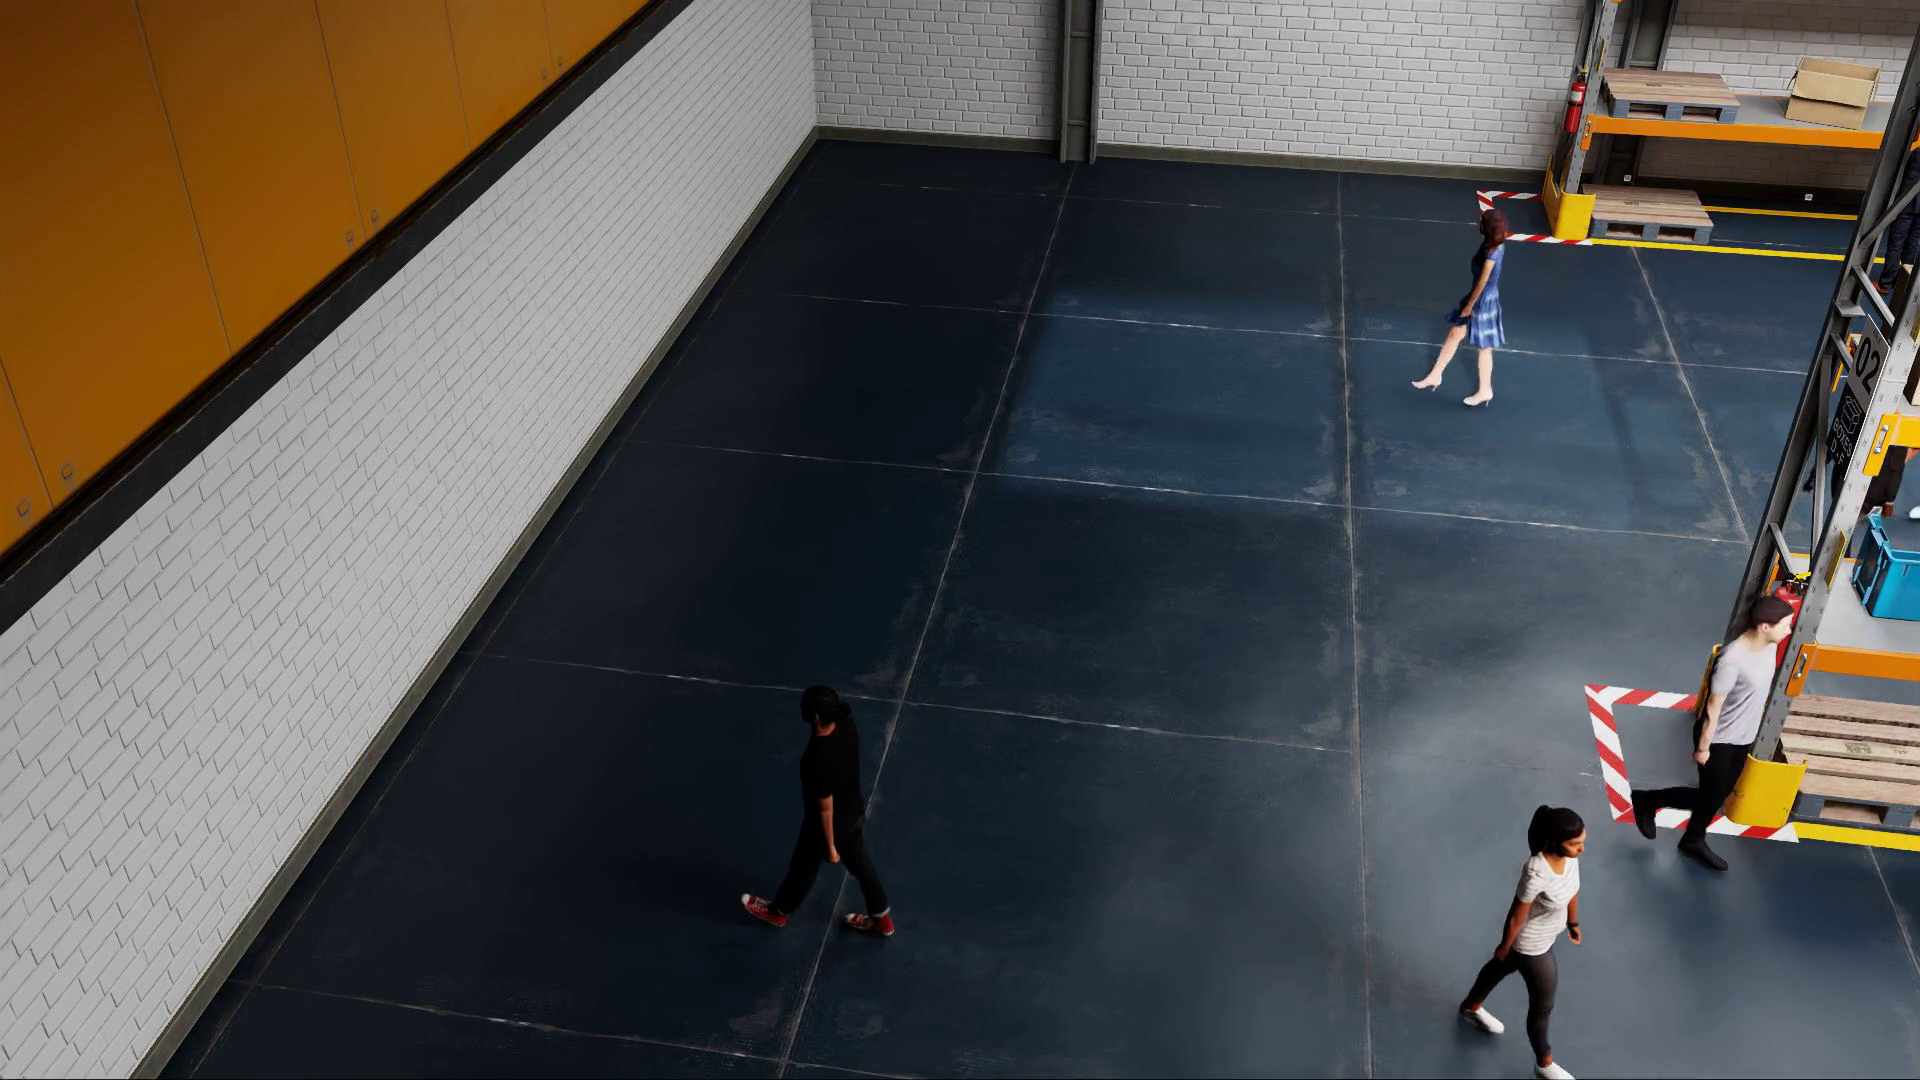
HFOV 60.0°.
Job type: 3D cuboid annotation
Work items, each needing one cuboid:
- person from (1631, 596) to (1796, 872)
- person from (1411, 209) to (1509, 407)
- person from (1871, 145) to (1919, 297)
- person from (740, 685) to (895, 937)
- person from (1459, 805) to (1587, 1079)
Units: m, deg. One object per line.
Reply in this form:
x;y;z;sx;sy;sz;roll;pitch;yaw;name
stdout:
4.281;1.059;9.488;0.944;1.846;1.009;-22;39;-29;person
4.468;-1.915;14.019;0.938;1.782;0.685;8;34;12;person
9.169;-3.238;15.996;0.720;1.798;0.832;-14;36;-20;person
-0.604;1.511;8.925;1.129;1.717;0.768;10;35;15;person
2.802;1.936;8.379;1.032;1.613;0.861;24;41;32;person
